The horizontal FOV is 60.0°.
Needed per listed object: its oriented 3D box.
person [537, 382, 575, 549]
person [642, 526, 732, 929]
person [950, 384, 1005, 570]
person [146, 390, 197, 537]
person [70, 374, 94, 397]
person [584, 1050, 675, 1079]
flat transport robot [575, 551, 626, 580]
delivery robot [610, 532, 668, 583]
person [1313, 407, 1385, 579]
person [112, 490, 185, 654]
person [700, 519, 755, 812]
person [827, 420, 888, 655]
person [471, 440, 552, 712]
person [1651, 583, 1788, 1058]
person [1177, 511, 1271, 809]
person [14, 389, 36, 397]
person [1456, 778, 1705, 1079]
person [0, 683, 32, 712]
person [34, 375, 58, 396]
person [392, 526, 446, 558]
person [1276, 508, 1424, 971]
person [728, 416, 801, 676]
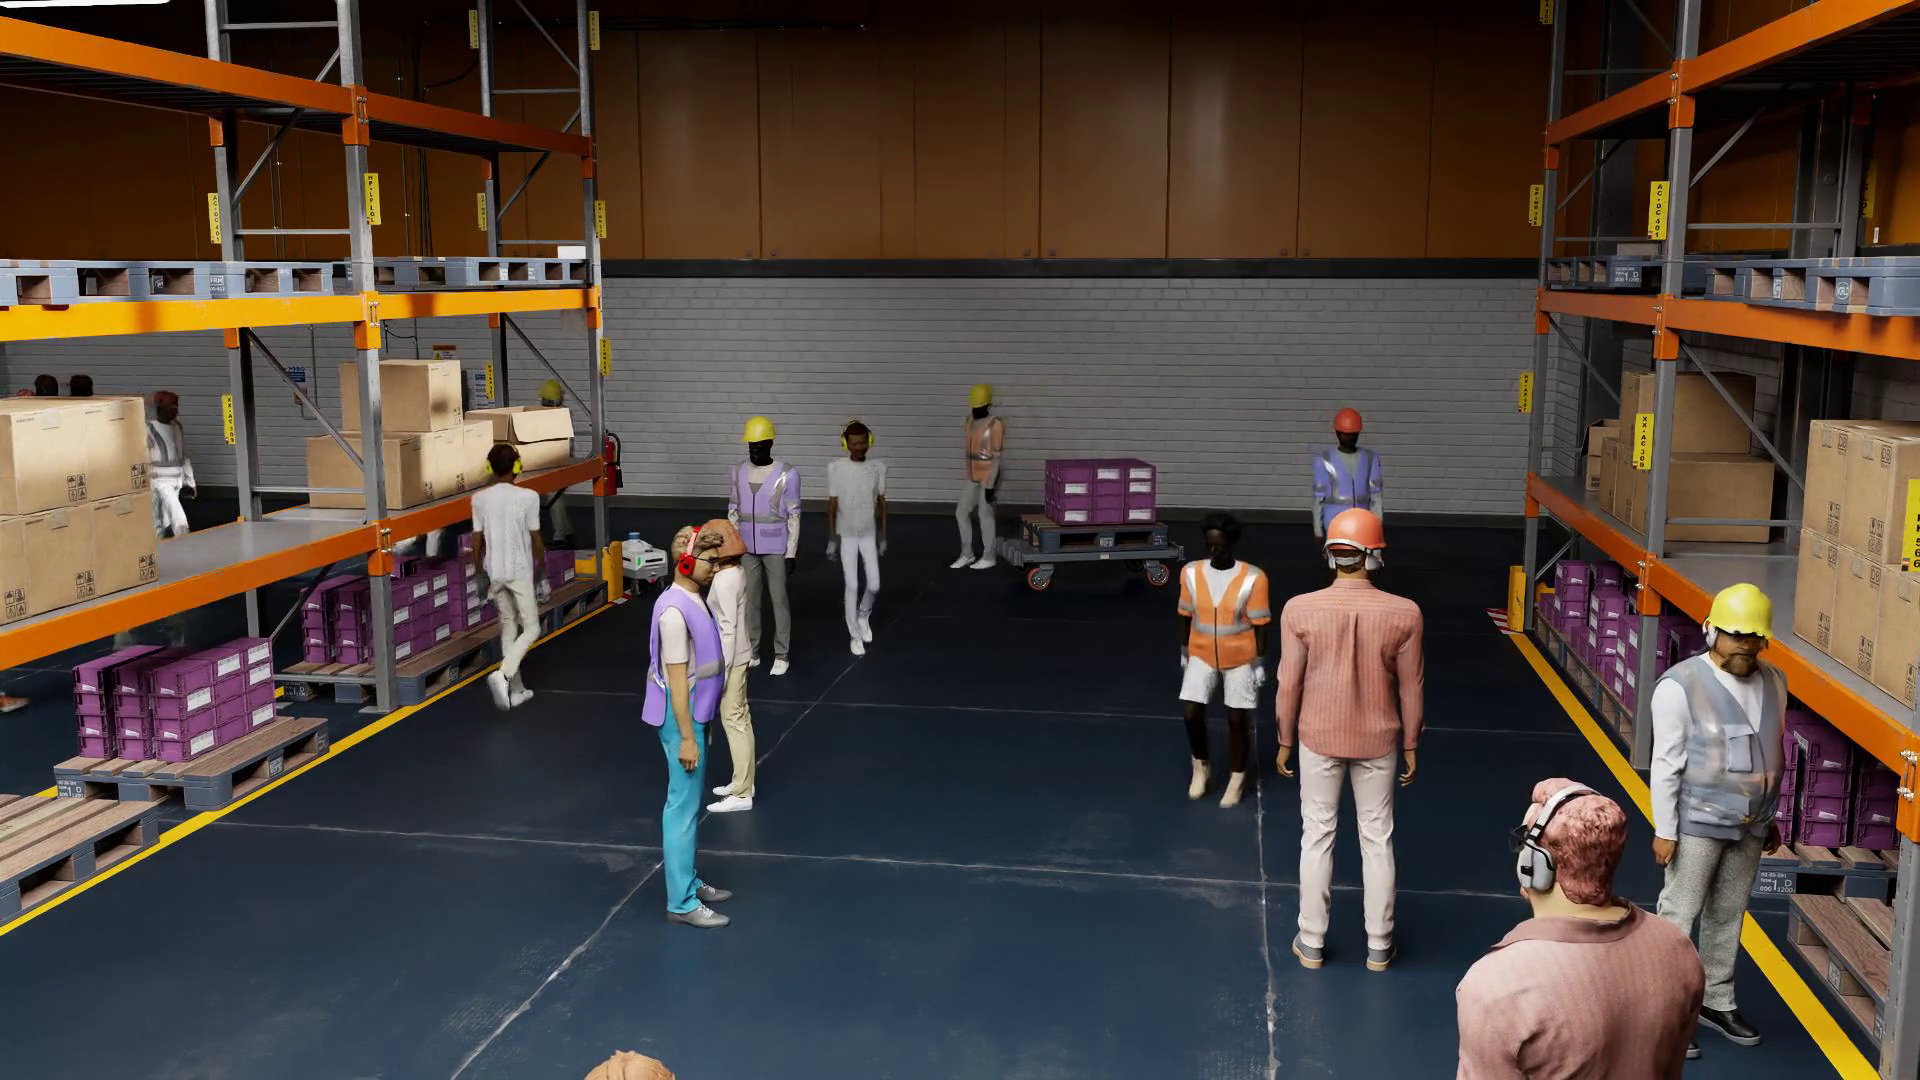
[{"bbox_3d":[-4.379,-0.799,17.989,0.406,1.793,0.715,-3,10,-15],"label":"person"},{"bbox_3d":[-1.258,0.846,7.653,0.388,1.838,0.564,-1,9,-4],"label":"person"},{"bbox_3d":[0.145,-0.614,16.518,0.635,1.879,0.664,-6,11,-35],"label":"person"},{"bbox_3d":[-7.857,-0.560,16.361,1.003,1.847,0.584,1,9,8],"label":"person"},{"bbox_3d":[-9.942,-0.972,18.901,0.444,1.823,0.659,1,9,8],"label":"person"},{"bbox_3d":[-0.578,1.701,3.008,0.499,1.634,0.279,-1,9,-6],"label":"person"},{"bbox_3d":[-3.750,0.246,16.153,1.431,0.197,0.652,-1,10,-7],"label":"flat transport robot"},{"bbox_3d":[-3.019,0.173,15.460,0.477,0.478,0.707,-8,12,-40],"label":"delivery robot"},{"bbox_3d":[3.147,-0.147,13.598,0.543,1.903,0.963,-1,9,-7],"label":"person"},{"bbox_3d":[-6.105,0.148,12.363,0.491,1.715,0.817,0,9,-1],"label":"person"},{"bbox_3d":[-1.297,0.691,9.242,0.281,1.631,0.507,0,9,0],"label":"person"},{"bbox_3d":[-0.812,-0.025,13.030,0.516,1.843,0.441,-3,10,-16],"label":"person"},{"bbox_3d":[-3.051,0.258,11.251,0.531,1.851,0.661,2,9,13],"label":"person"},{"bbox_3d":[2.912,1.059,6.364,0.601,1.827,0.403,-3,10,-20],"label":"person"},{"bbox_3d":[1.458,0.663,9.233,0.547,1.678,0.384,4,10,24],"label":"person"},{"bbox_3d":[-8.585,-0.446,15.411,0.645,1.907,0.400,-7,11,-36],"label":"person"},{"bbox_3d":[1.292,1.457,3.672,0.643,1.909,0.410,-5,10,-28],"label":"person"},{"bbox_3d":[-6.711,0.235,11.258,0.795,1.894,0.436,1,9,7],"label":"person"},{"bbox_3d":[-10.115,-0.920,18.535,0.429,1.842,0.637,0,9,0],"label":"person"},{"bbox_3d":[-5.120,-0.452,15.717,0.647,1.819,0.624,6,11,33],"label":"person"},{"bbox_3d":[1.663,0.854,7.133,0.618,1.989,0.392,2,9,9],"label":"person"},{"bbox_3d":[-1.459,0.044,12.324,0.587,1.928,0.363,3,10,20],"label":"person"}]
